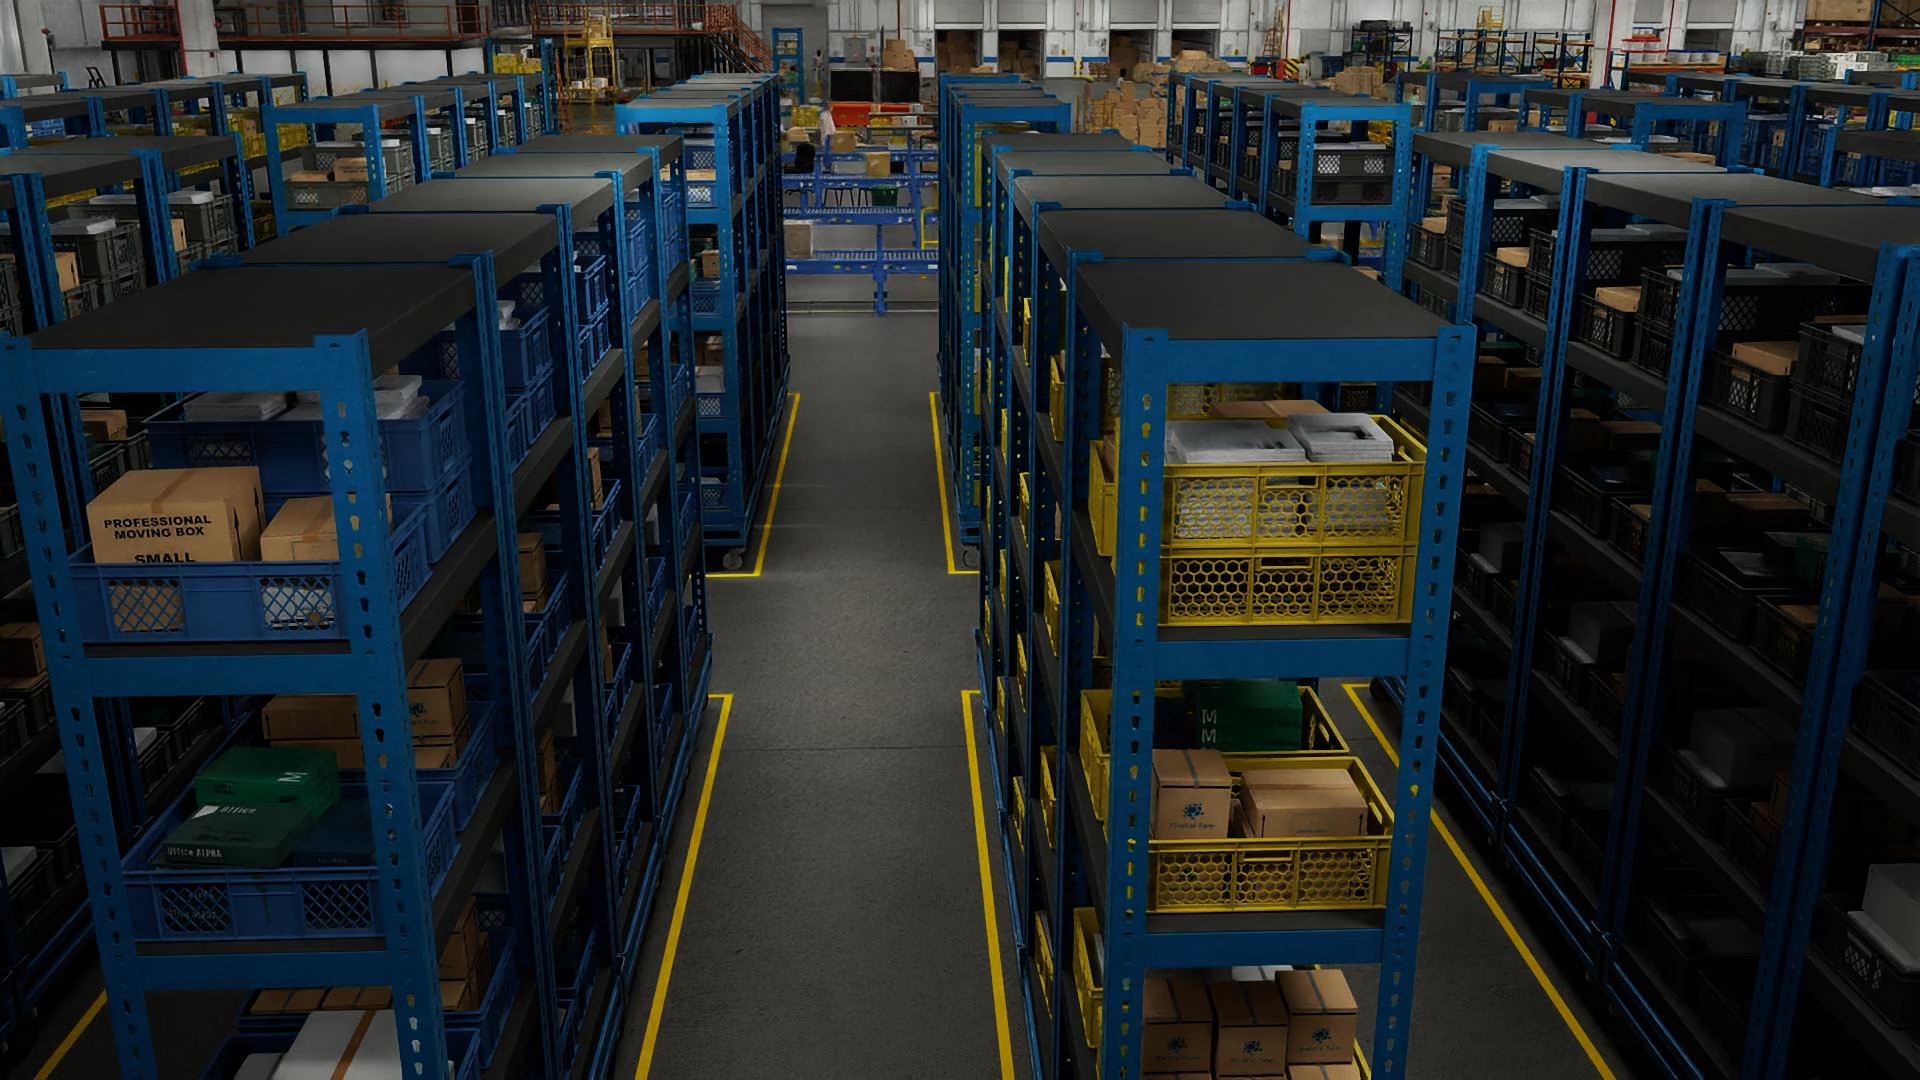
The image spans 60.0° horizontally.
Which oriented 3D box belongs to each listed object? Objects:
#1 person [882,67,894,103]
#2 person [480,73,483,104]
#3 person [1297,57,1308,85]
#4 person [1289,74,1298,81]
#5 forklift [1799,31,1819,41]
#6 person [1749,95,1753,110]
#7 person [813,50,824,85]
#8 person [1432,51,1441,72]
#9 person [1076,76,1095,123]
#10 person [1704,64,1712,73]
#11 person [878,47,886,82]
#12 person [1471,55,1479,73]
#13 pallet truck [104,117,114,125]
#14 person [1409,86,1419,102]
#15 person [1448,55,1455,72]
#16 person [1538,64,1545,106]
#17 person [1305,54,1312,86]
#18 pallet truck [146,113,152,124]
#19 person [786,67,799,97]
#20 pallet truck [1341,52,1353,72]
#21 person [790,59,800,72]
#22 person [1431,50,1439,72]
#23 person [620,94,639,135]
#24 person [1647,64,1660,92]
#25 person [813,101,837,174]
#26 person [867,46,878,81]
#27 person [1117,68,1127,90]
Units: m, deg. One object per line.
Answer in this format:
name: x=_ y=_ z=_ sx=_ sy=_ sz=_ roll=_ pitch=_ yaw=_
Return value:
person: x=-3.010 y=-19.138 z=70.341 sx=0.529 sy=1.718 sz=0.505 roll=-9 pitch=20 yaw=-25
person: x=-17.343 y=-15.998 z=60.426 sx=0.515 sy=1.844 sz=0.329 roll=-15 pitch=23 yaw=-39
person: x=16.148 y=-21.856 z=78.517 sx=0.531 sy=1.868 sz=0.310 roll=8 pitch=20 yaw=25
person: x=11.481 y=-15.225 z=57.909 sx=0.686 sy=1.920 sz=0.575 roll=-3 pitch=18 yaw=-10
forklift: x=45.907 y=-26.183 z=90.288 sx=1.129 sy=2.768 sz=1.873 roll=-1 pitch=18 yaw=-2
person: x=28.493 y=-15.984 z=60.383 sx=0.590 sy=1.842 sz=0.927 roll=-7 pitch=19 yaw=-22
person: x=-7.678 y=-25.704 z=90.491 sx=0.624 sy=1.835 sz=0.431 roll=-11 pitch=21 yaw=-30
person: x=24.707 y=-24.453 z=86.520 sx=0.931 sy=1.908 sz=0.634 roll=-5 pitch=19 yaw=-14
person: x=4.627 y=-16.283 z=61.496 sx=0.650 sy=1.732 sz=0.539 roll=-4 pitch=18 yaw=-12
person: x=30.375 y=-18.498 z=68.016 sx=0.635 sy=1.936 sz=0.355 roll=5 pitch=19 yaw=15
person: x=-4.314 y=-26.712 z=93.499 sx=0.947 sy=1.906 sz=0.613 roll=1 pitch=18 yaw=4
person: x=25.193 y=-22.771 z=81.355 sx=1.011 sy=1.886 sz=0.599 roll=2 pitch=18 yaw=5
pallet truck: x=-18.367 y=-7.885 z=35.078 sx=1.885 sy=1.965 sz=0.823 roll=1 pitch=18 yaw=2
person: x=15.491 y=-14.728 z=56.899 sx=0.843 sy=1.595 sz=0.515 roll=14 pitch=23 yaw=37
person: x=25.530 y=-24.326 z=86.456 sx=0.479 sy=1.678 sz=0.542 roll=-1 pitch=18 yaw=-4
person: x=24.103 y=-18.843 z=69.214 sx=0.510 sy=1.860 sz=0.334 roll=-16 pitch=24 yaw=-41
person: x=17.452 y=-23.574 z=83.903 sx=0.604 sy=1.825 sz=0.664 roll=1 pitch=18 yaw=5
pallet truck: x=-18.087 y=-8.309 z=36.390 sx=1.885 sy=1.965 sz=0.823 roll=-1 pitch=18 yaw=-4
person: x=-6.577 y=-17.659 z=65.543 sx=0.986 sy=1.864 sz=0.593 roll=3 pitch=18 yaw=8
pallet truck: x=18.794 y=-23.123 z=82.231 sx=0.823 sy=1.965 sz=1.885 roll=-13 pitch=22 yaw=-35
person: x=-8.671 y=-24.822 z=87.679 sx=0.564 sy=1.886 sz=1.010 roll=10 pitch=21 yaw=29
person: x=25.362 y=-25.094 z=88.482 sx=0.858 sy=1.892 sz=0.624 roll=15 pitch=23 yaw=38
person: x=-8.854 y=-10.788 z=44.058 sx=0.611 sy=2.006 sz=0.960 roll=14 pitch=23 yaw=37
person: x=30.227 y=-19.945 z=72.529 sx=0.631 sy=1.919 sz=0.654 roll=-2 pitch=18 yaw=-8
person: x=-3.505 y=-10.437 z=43.170 sx=0.790 sy=1.880 sz=0.638 roll=1 pitch=18 yaw=2
person: x=-4.938 y=-27.035 z=94.403 sx=0.529 sy=1.971 sz=0.773 roll=-10 pitch=21 yaw=-29
person: x=6.177 y=-16.821 z=62.794 sx=0.505 sy=1.951 sz=0.633 roll=2 pitch=18 yaw=5
